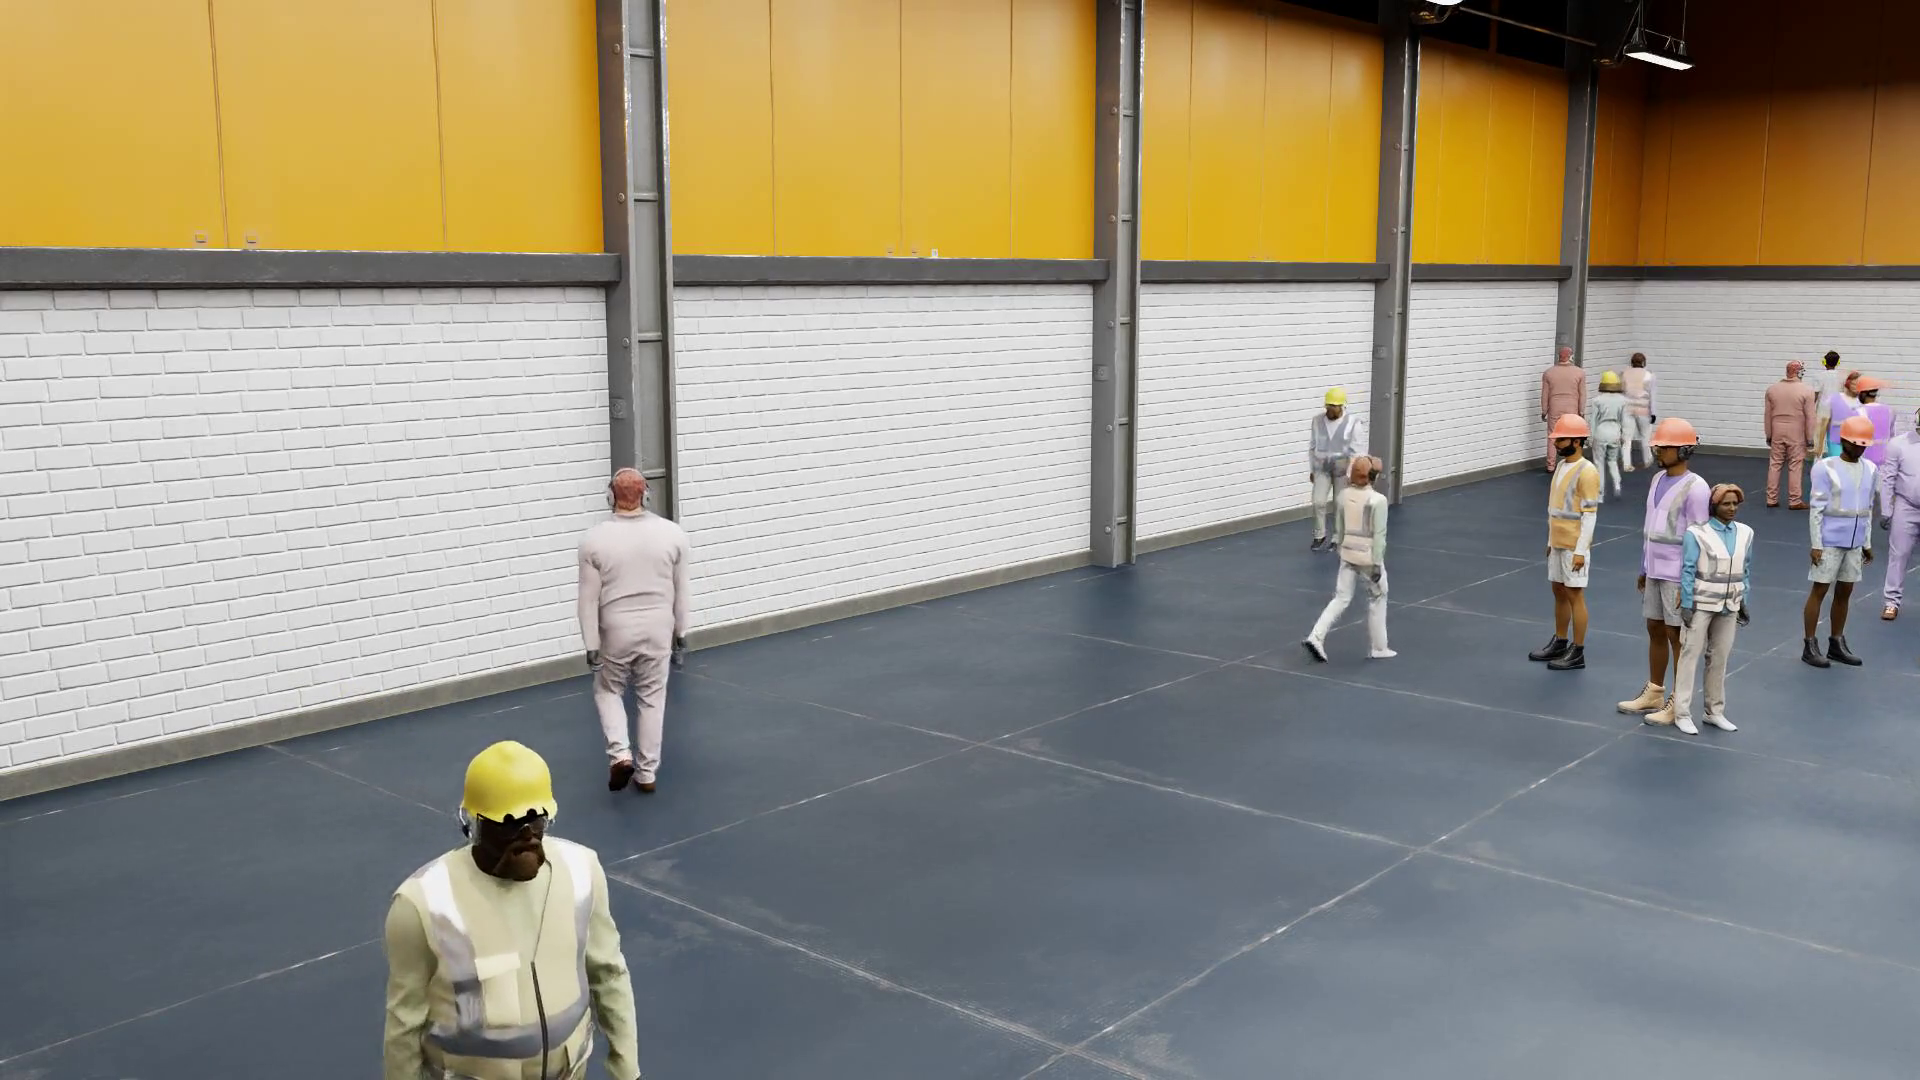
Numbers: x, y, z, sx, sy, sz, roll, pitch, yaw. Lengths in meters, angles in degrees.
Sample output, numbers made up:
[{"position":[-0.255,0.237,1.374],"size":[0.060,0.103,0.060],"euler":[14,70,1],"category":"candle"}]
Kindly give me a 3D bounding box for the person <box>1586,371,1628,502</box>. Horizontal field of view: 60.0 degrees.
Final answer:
[{"position":[8.473,-1.346,21.800],"size":[0.491,1.731,0.393],"euler":[-1,9,-4],"category":"person"}]

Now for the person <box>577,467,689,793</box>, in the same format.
[{"position":[-1.861,0.528,9.513],"size":[0.647,1.892,0.447],"euler":[-3,10,-21],"category":"person"}]

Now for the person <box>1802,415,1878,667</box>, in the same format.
[{"position":[6.721,0.011,12.651],"size":[0.543,1.927,0.384],"euler":[-2,9,-11],"category":"person"}]

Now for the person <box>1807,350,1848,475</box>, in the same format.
[{"position":[12.820,-1.862,24.583],"size":[0.513,1.872,0.328],"euler":[1,9,7],"category":"person"}]

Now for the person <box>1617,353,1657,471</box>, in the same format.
[{"position":[10.352,-1.953,25.412],"size":[0.637,1.784,0.979],"euler":[7,11,36],"category":"person"}]

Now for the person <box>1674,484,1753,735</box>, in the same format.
[{"position":[4.909,0.443,10.830],"size":[0.515,1.641,0.314],"euler":[-2,9,-14],"category":"person"}]

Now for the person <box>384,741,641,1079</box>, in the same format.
[{"position":[-1.083,1.409,4.268],"size":[0.626,1.793,0.870],"euler":[-8,12,-41],"category":"person"}]

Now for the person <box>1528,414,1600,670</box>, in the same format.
[{"position":[4.590,0.014,12.596],"size":[0.358,1.937,0.548],"euler":[-1,9,-6],"category":"person"}]

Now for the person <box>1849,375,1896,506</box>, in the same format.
[{"position":[10.068,-0.853,18.238],"size":[0.565,1.899,0.915],"euler":[-1,9,-5],"category":"person"}]

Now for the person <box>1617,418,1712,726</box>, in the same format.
[{"position":[4.689,0.209,11.037],"size":[0.372,2.044,0.607],"euler":[-1,9,-8],"category":"person"}]

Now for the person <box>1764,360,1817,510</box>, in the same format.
[{"position":[10.580,-1.337,21.175],"size":[0.409,1.907,0.651],"euler":[-6,11,-34],"category":"person"}]

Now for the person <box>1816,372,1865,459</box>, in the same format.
[{"position":[10.721,-1.113,20.060],"size":[0.590,1.803,0.838],"euler":[0,9,1],"category":"person"}]

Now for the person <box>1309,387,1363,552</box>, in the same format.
[{"position":[4.004,-0.745,17.821],"size":[0.588,1.801,0.524],"euler":[5,10,27],"category":"person"}]

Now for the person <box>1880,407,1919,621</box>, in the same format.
[{"position":[8.259,-0.239,14.278],"size":[0.651,1.907,0.409],"euler":[4,10,22],"category":"person"}]

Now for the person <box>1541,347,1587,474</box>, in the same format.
[{"position":[9.047,-1.932,24.936],"size":[0.639,1.901,0.406],"euler":[4,10,25],"category":"person"}]

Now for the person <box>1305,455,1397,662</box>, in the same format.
[{"position":[3.033,0.148,12.775],"size":[0.770,1.614,0.522],"euler":[-5,10,-30],"category":"person"}]
